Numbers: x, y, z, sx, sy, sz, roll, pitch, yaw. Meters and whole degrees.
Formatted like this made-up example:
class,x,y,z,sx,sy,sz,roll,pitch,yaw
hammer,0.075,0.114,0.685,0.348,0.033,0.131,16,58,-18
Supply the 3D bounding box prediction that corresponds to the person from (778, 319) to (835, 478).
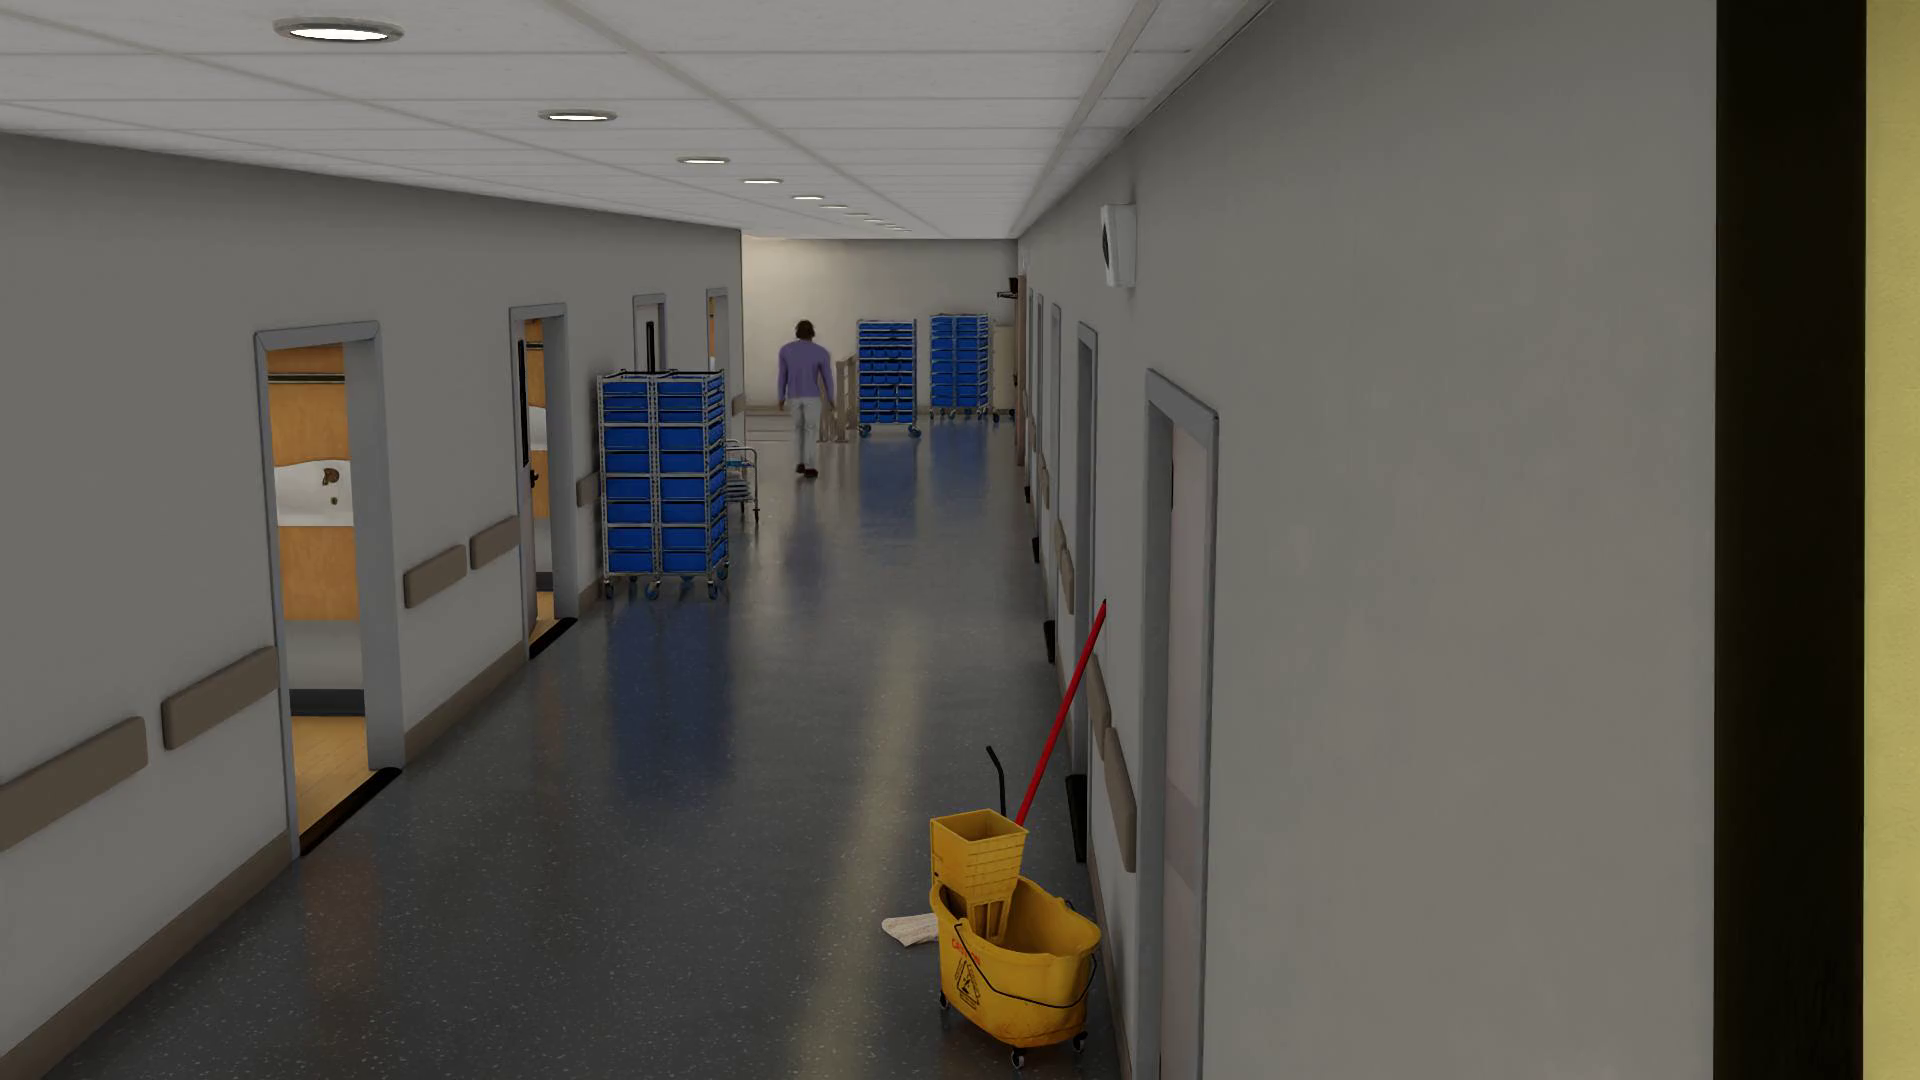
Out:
class,x,y,z,sx,sy,sz,roll,pitch,yaw
person,-1.868,-1.725,20.318,0.648,1.924,0.514,3,10,16
